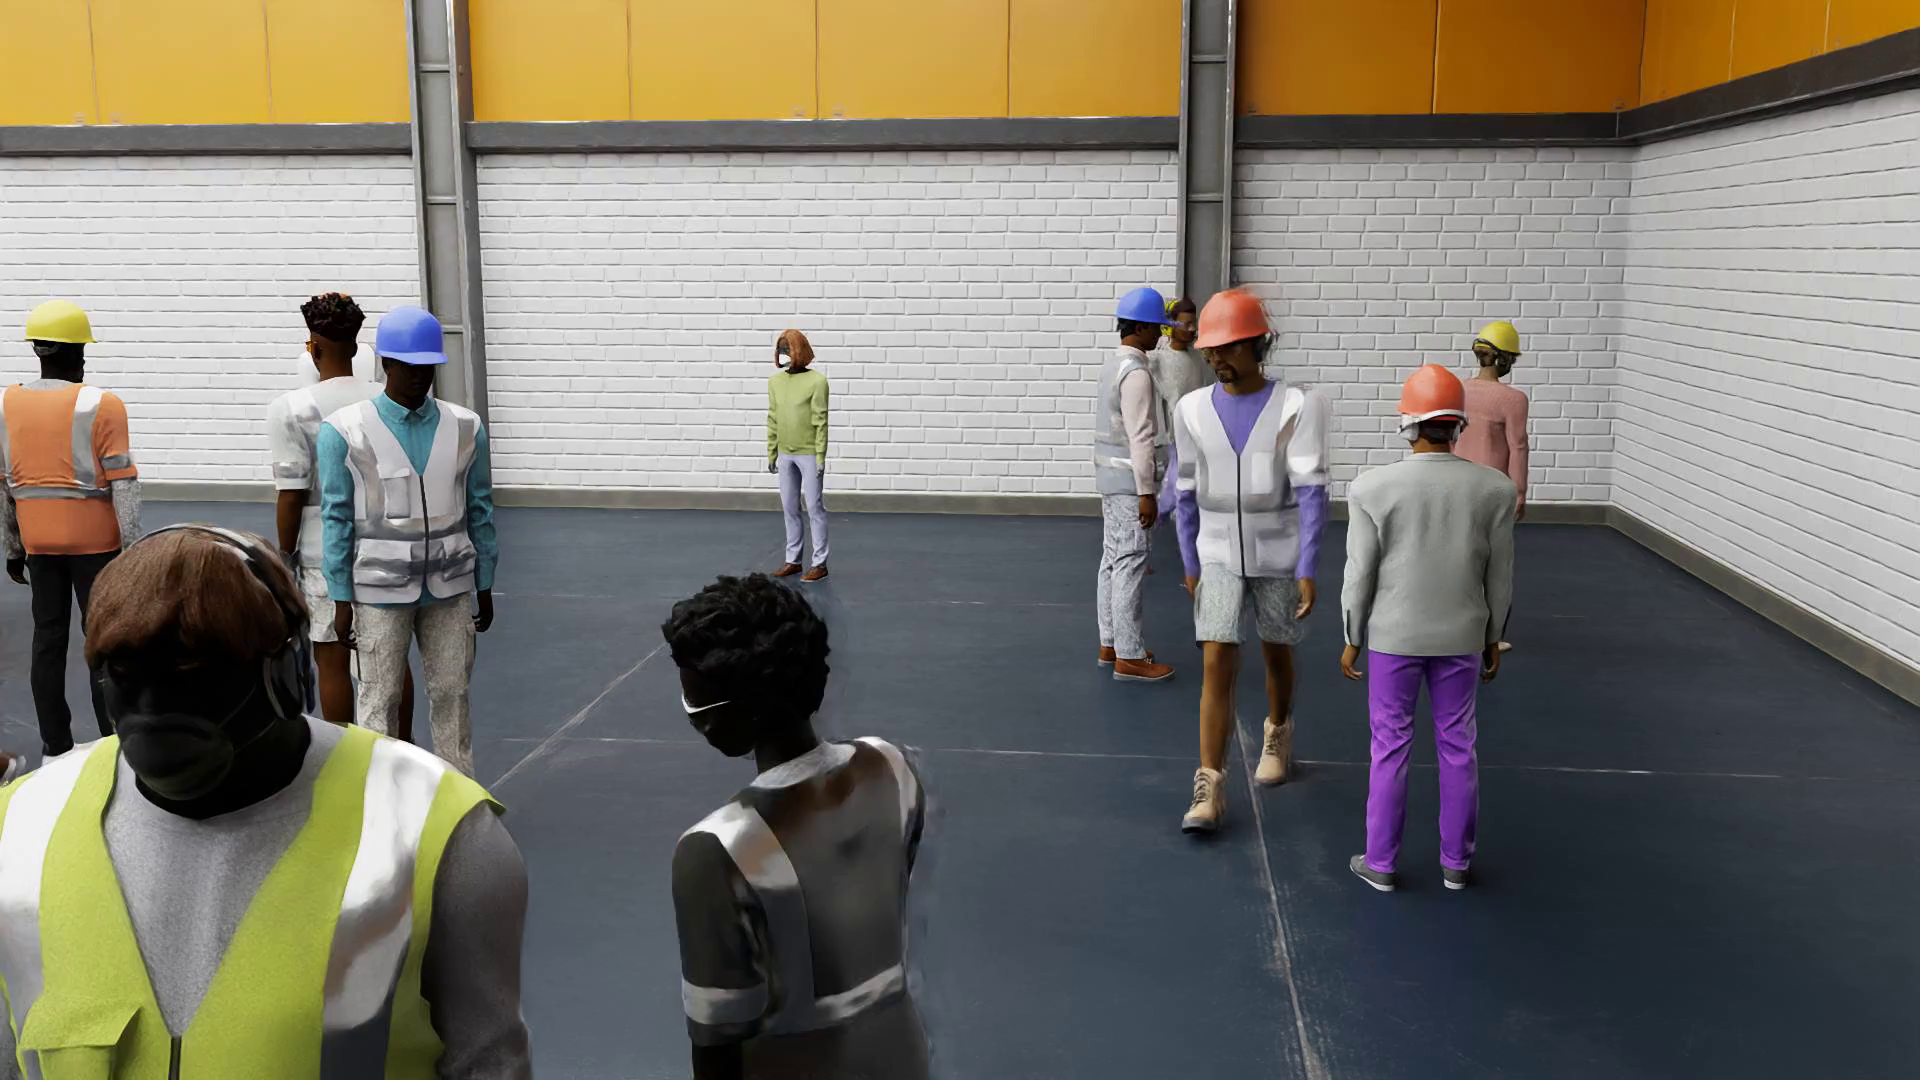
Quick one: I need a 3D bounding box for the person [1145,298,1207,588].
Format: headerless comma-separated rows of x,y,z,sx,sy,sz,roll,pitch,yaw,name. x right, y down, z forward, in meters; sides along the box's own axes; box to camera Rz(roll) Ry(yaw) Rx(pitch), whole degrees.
1.353,-0.628,10.611,0.529,1.836,0.941,-7,12,-36,person

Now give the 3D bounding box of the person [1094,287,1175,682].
0.859,-0.277,8.271,0.390,1.945,0.603,-2,10,-9,person

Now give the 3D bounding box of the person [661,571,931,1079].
-0.175,0.873,2.480,0.661,1.663,0.522,8,13,37,person

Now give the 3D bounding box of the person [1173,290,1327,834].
1.077,0.059,6.270,0.614,1.984,1.107,4,11,22,person

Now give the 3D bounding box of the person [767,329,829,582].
-1.041,-0.541,10.705,0.494,1.624,0.279,7,12,33,person

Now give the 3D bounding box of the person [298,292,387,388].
-3.567,-0.491,9.674,0.353,1.884,0.577,7,12,34,person

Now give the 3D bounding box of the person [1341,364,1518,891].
1.537,0.297,5.518,0.566,1.755,0.321,0,10,-1,person

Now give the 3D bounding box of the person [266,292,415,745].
-2.369,0.032,6.438,0.361,1.965,0.613,8,13,39,person

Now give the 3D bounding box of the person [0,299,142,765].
-3.603,-0.005,6.764,0.594,1.926,0.367,0,10,2,person

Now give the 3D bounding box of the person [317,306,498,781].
-1.898,0.161,5.793,0.605,1.940,0.415,-8,12,-37,person

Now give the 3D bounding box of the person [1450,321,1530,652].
2.776,-0.275,8.809,0.342,1.755,0.530,-7,12,-36,person

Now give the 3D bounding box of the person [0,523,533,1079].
-0.811,0.886,1.913,0.633,1.839,0.429,0,10,-3,person

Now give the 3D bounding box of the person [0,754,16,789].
-3.582,0.219,5.701,0.533,1.852,0.477,5,11,28,person
